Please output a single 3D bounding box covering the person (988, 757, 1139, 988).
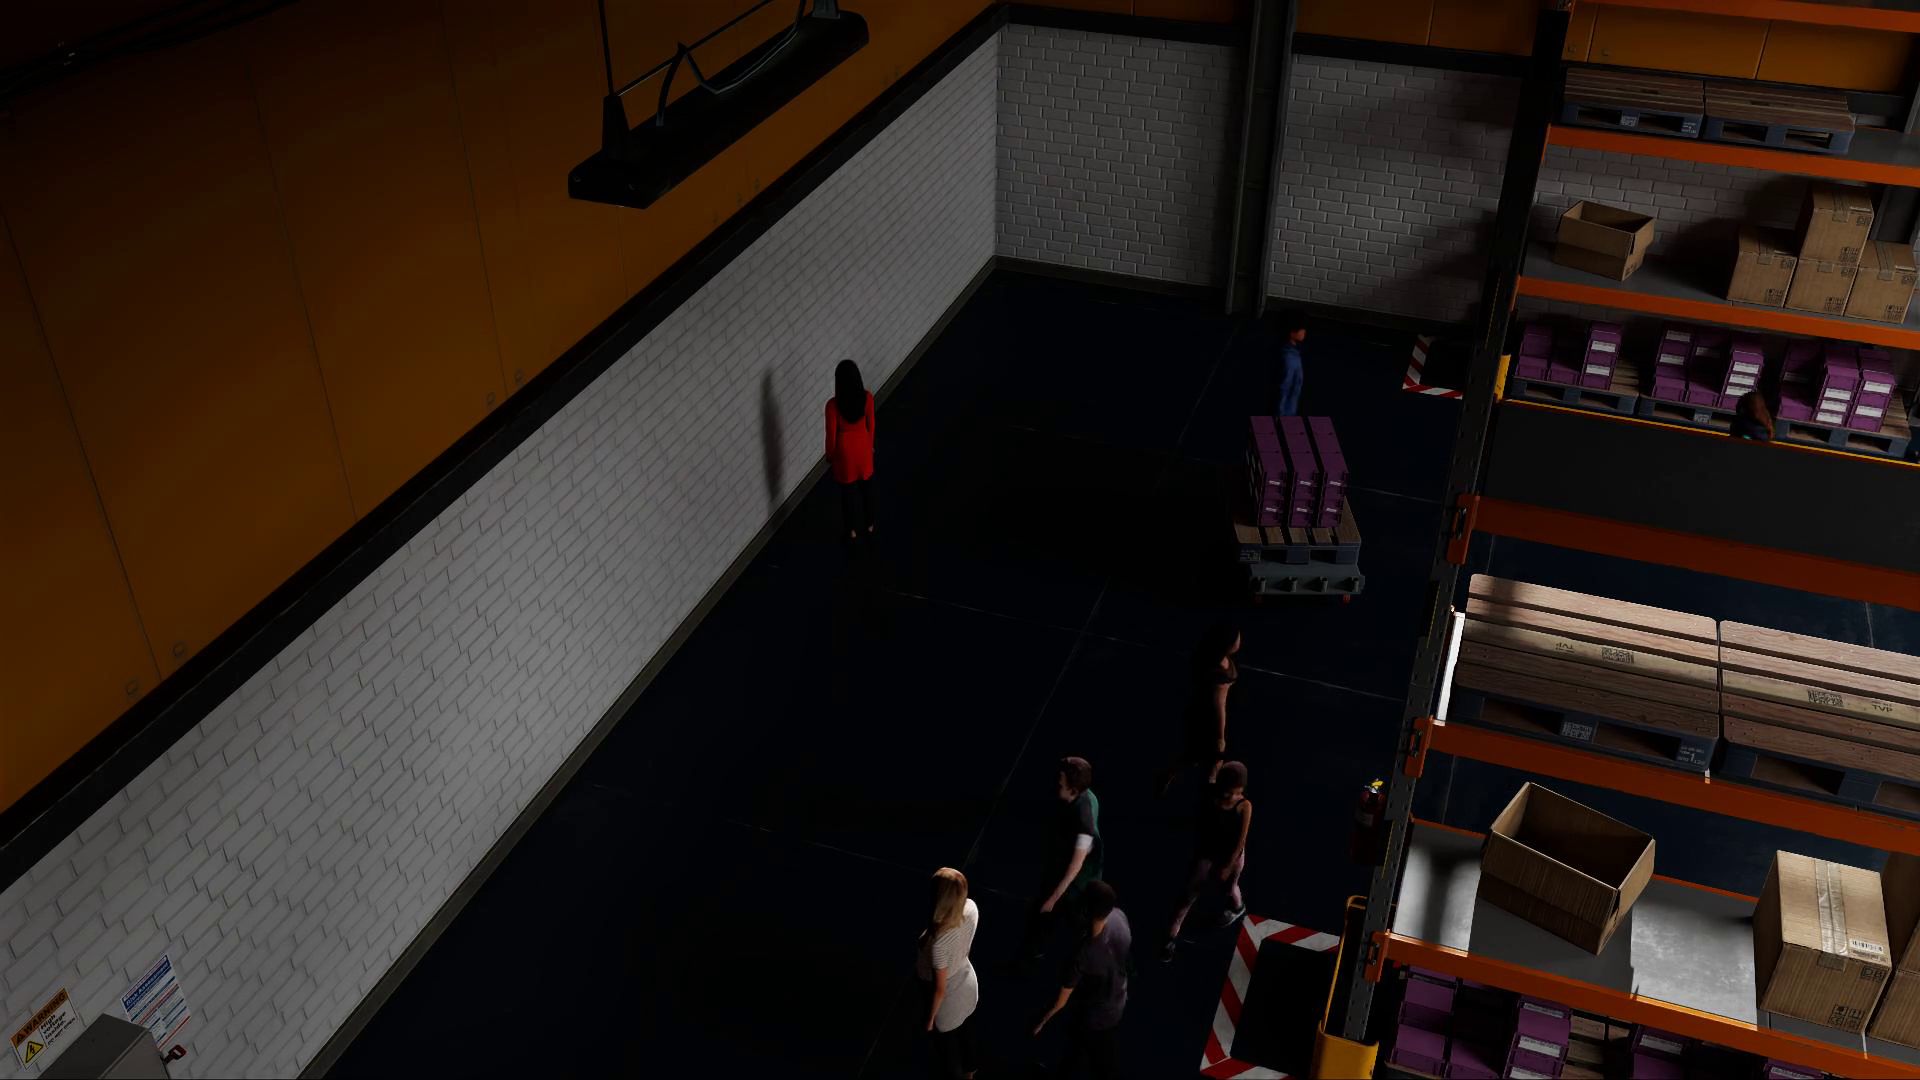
[{"bbox_3d":[0.761,2.048,9.873,1.241,1.800,1.000,-4,34,-6],"label":"person"}]

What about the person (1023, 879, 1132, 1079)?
[{"bbox_3d":[0.826,2.601,9.100,0.993,1.735,0.780,14,36,20],"label":"person"}]

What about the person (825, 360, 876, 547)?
[{"bbox_3d":[-0.911,-0.737,14.107,0.738,1.751,0.793,-16,37,-23],"label":"person"}]

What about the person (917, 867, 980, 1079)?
[{"bbox_3d":[-0.043,2.496,9.174,0.555,1.827,0.616,16,37,22],"label":"person"}]

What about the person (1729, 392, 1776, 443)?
[{"bbox_3d":[6.632,-0.579,14.098,0.650,1.497,0.626,19,38,26],"label":"person"}]

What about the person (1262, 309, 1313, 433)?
[{"bbox_3d":[2.778,-1.214,14.801,1.066,1.777,0.828,4,34,7],"label":"person"}]

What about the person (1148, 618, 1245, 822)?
[{"bbox_3d":[1.591,1.256,11.152,0.933,1.702,0.833,-4,34,-6],"label":"person"}]

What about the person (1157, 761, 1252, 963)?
[{"bbox_3d":[1.656,1.925,10.315,0.982,1.515,0.764,24,41,32],"label":"person"}]
